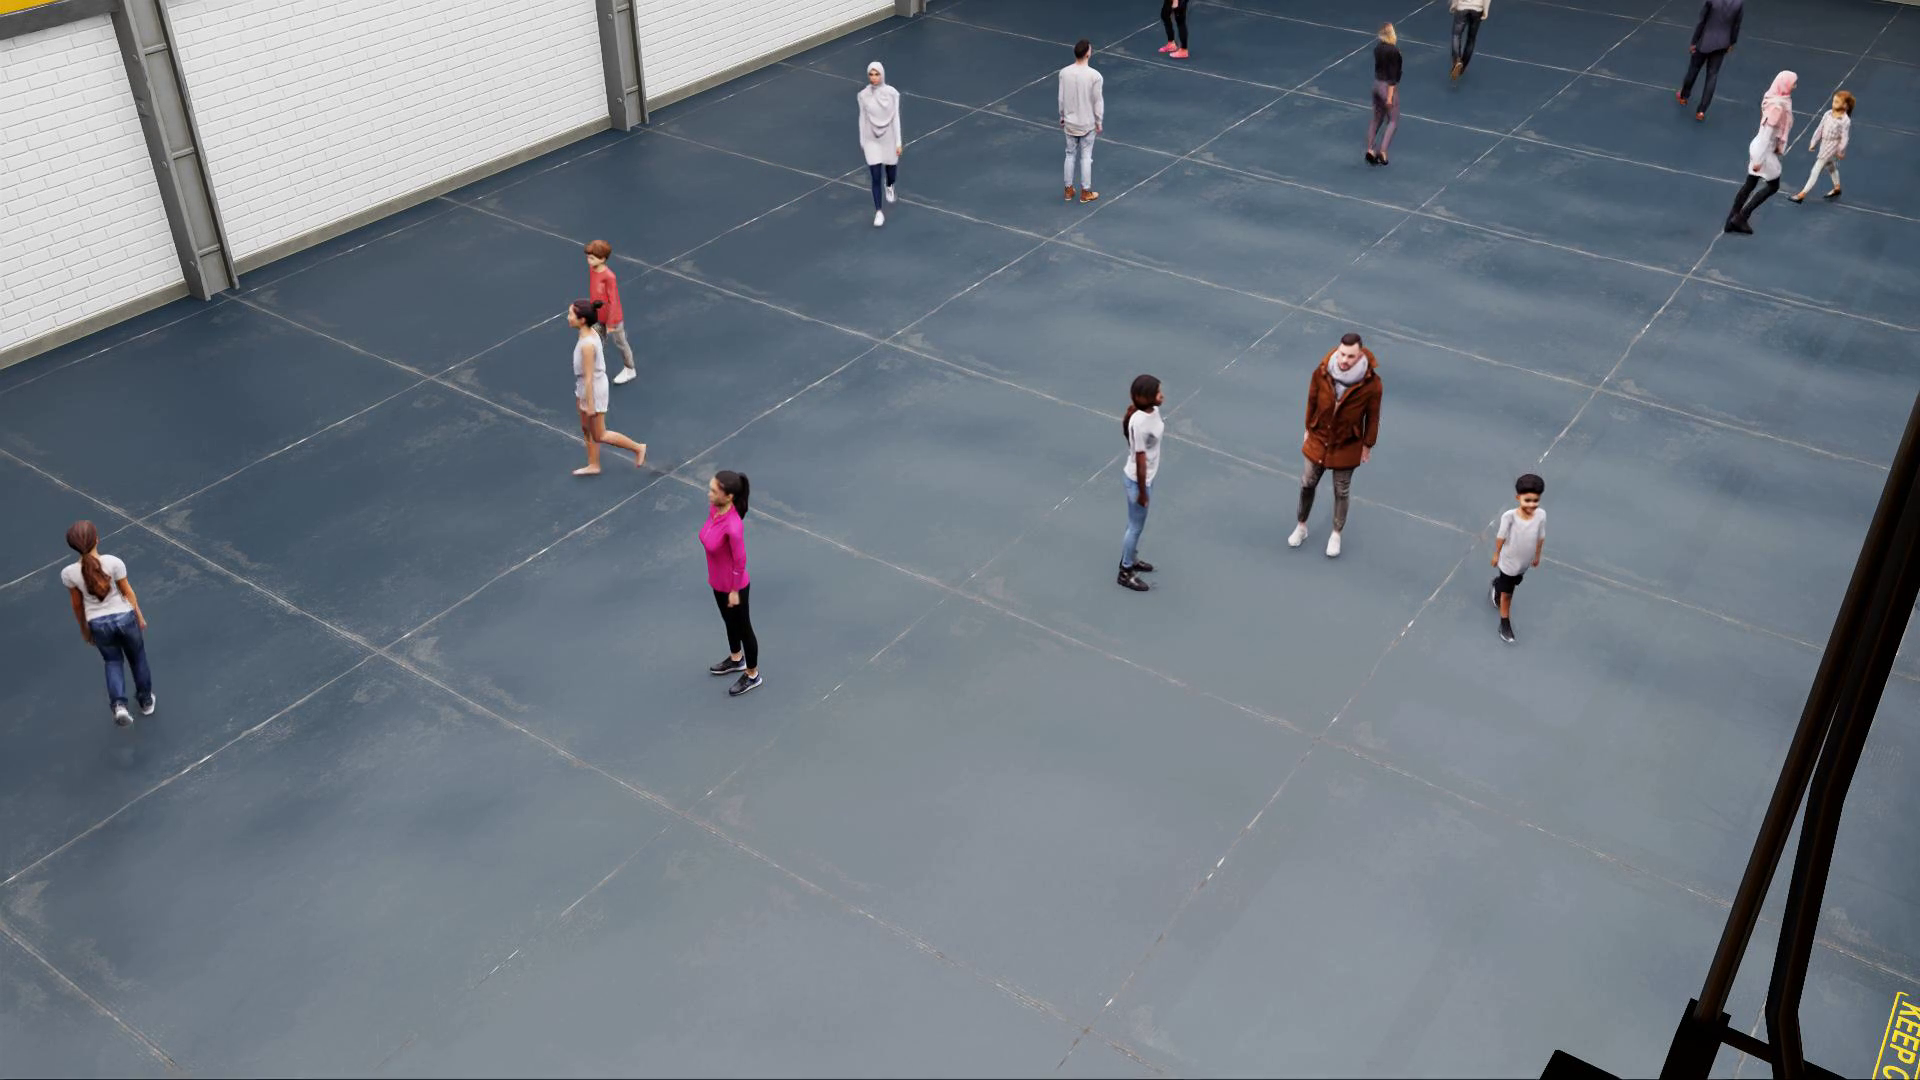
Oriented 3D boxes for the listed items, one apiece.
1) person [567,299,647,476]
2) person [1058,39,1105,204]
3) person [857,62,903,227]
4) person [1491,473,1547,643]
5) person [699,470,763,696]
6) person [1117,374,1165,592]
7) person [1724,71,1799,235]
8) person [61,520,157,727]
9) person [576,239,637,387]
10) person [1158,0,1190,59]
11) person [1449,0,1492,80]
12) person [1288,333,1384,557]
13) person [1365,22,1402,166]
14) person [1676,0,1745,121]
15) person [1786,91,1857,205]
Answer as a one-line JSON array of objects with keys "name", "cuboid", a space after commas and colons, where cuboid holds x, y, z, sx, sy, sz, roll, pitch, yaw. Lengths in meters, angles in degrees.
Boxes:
[{"name": "person", "cuboid": [-2.921, -1.209, 13.559, 0.953, 1.590, 0.877, -7, 34, -10]}, {"name": "person", "cuboid": [1.346, -4.684, 18.560, 0.716, 1.840, 0.608, 16, 37, 22]}, {"name": "person", "cuboid": [-0.853, -4.341, 18.116, 0.913, 1.760, 1.029, 1, 34, 1]}, {"name": "person", "cuboid": [3.993, 0.061, 11.959, 0.781, 1.244, 0.909, -1, 34, -1]}, {"name": "person", "cuboid": [-1.546, 0.269, 11.240, 0.691, 1.696, 0.669, -19, 38, -26]}, {"name": "person", "cuboid": [1.336, -0.447, 12.295, 0.713, 1.719, 0.573, 9, 35, 13]}, {"name": "person", "cuboid": [8.480, -4.115, 17.749, 0.813, 1.791, 0.711, 6, 34, 9]}, {"name": "person", "cuboid": [-5.565, 0.574, 10.917, 0.821, 1.545, 0.844, -10, 35, -15]}, {"name": "person", "cuboid": [-3.118, -2.056, 15.005, 0.603, 1.399, 0.838, 27, 42, 35]}, {"name": "person", "cuboid": [3.115, -7.489, 22.924, 0.810, 1.680, 0.745, -3, 34, -4]}, {"name": "person", "cuboid": [6.748, -7.019, 22.060, 0.861, 1.855, 1.076, 9, 35, 14]}, {"name": "person", "cuboid": [2.868, -0.758, 12.659, 0.766, 1.835, 0.749, 15, 36, 21]}, {"name": "person", "cuboid": [4.941, -5.196, 19.525, 0.763, 1.625, 0.766, -7, 34, -10]}, {"name": "person", "cuboid": [9.433, -6.162, 20.827, 1.004, 1.793, 1.185, 5, 34, 8]}, {"name": "person", "cuboid": [9.806, -4.397, 18.643, 0.993, 1.271, 0.925, -7, 34, -11]}]
